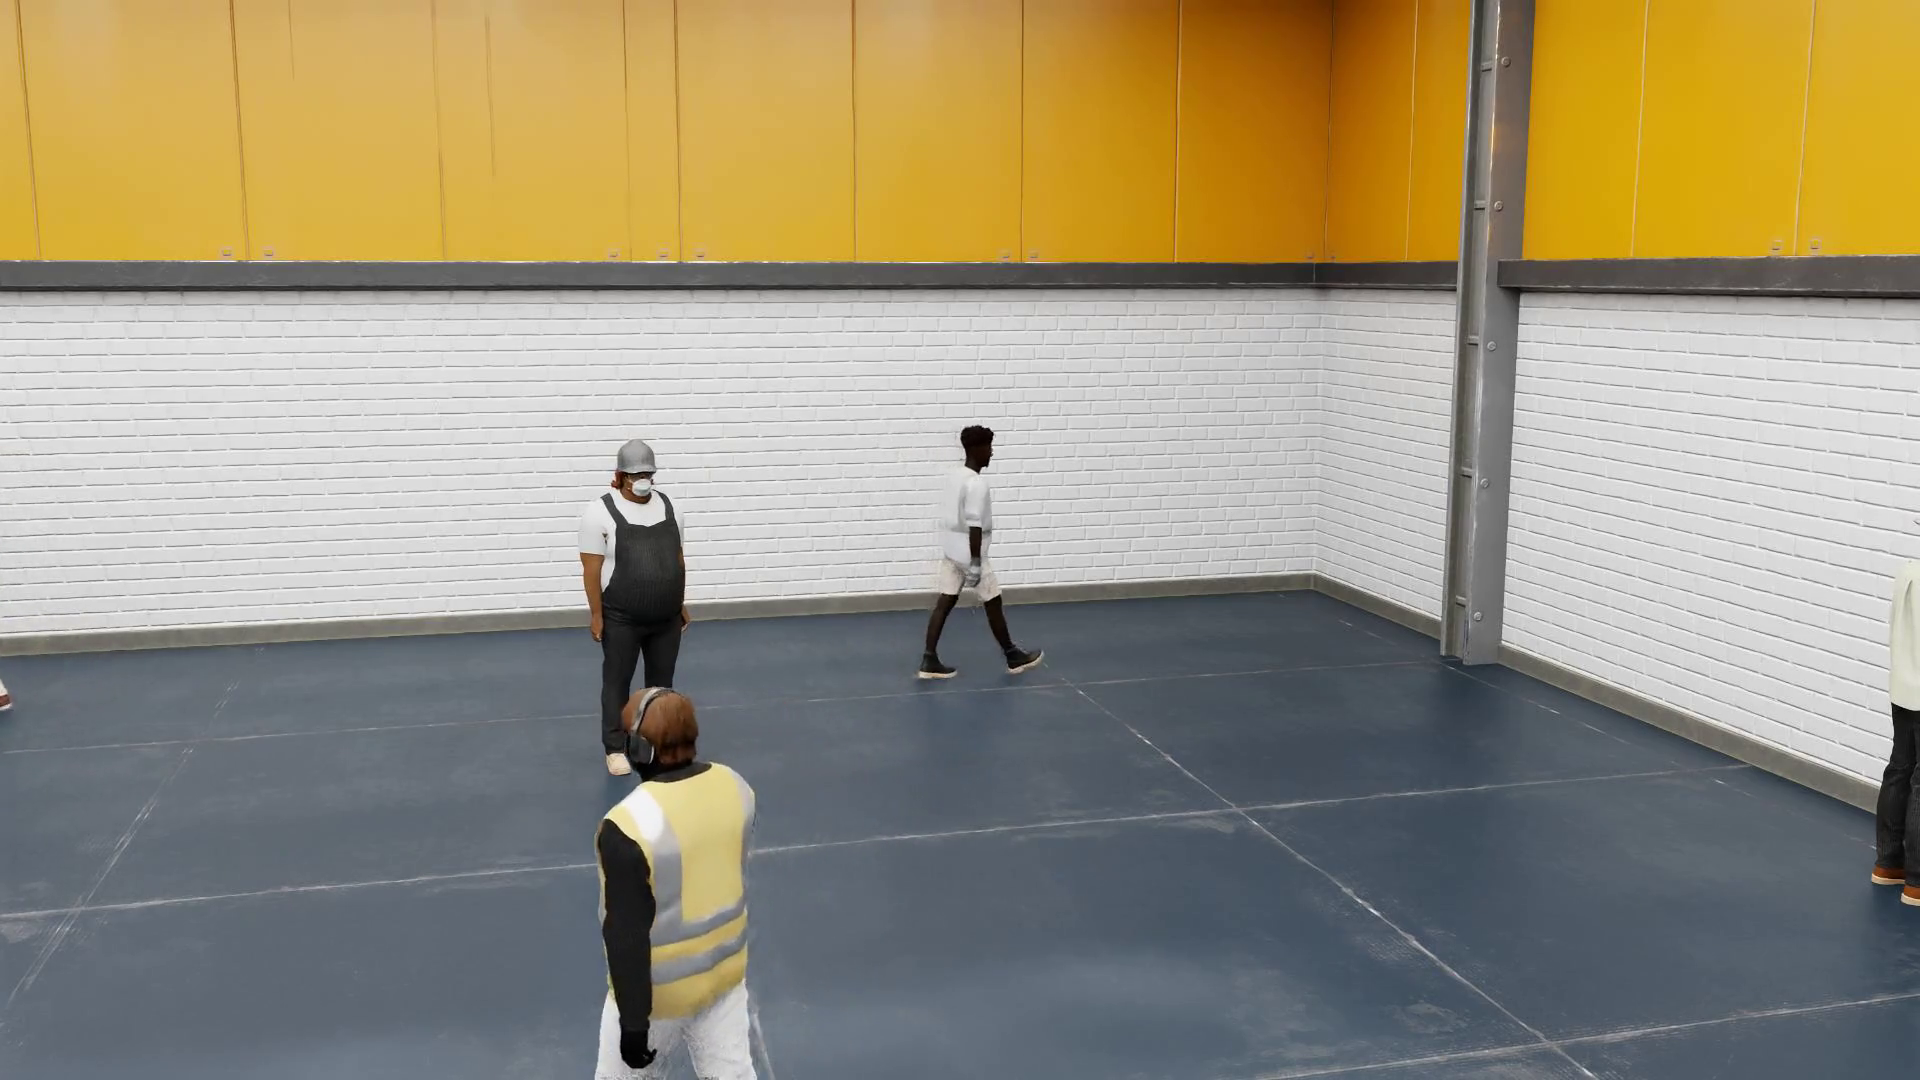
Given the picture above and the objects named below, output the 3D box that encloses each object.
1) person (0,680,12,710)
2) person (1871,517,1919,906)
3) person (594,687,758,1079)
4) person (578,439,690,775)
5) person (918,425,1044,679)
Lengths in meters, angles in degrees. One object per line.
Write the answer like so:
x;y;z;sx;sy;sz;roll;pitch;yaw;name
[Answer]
-7.042;0.332;11.299;1.004;1.809;0.515;-5;10;-28;person
4.685;0.761;8.014;0.376;1.995;0.609;1;9;4;person
-0.926;1.323;5.148;0.933;1.790;0.640;7;11;36;person
-1.930;0.398;10.136;0.688;2.000;0.539;-7;11;-37;person
0.118;0.089;12.455;1.001;1.910;0.625;-4;10;-24;person
